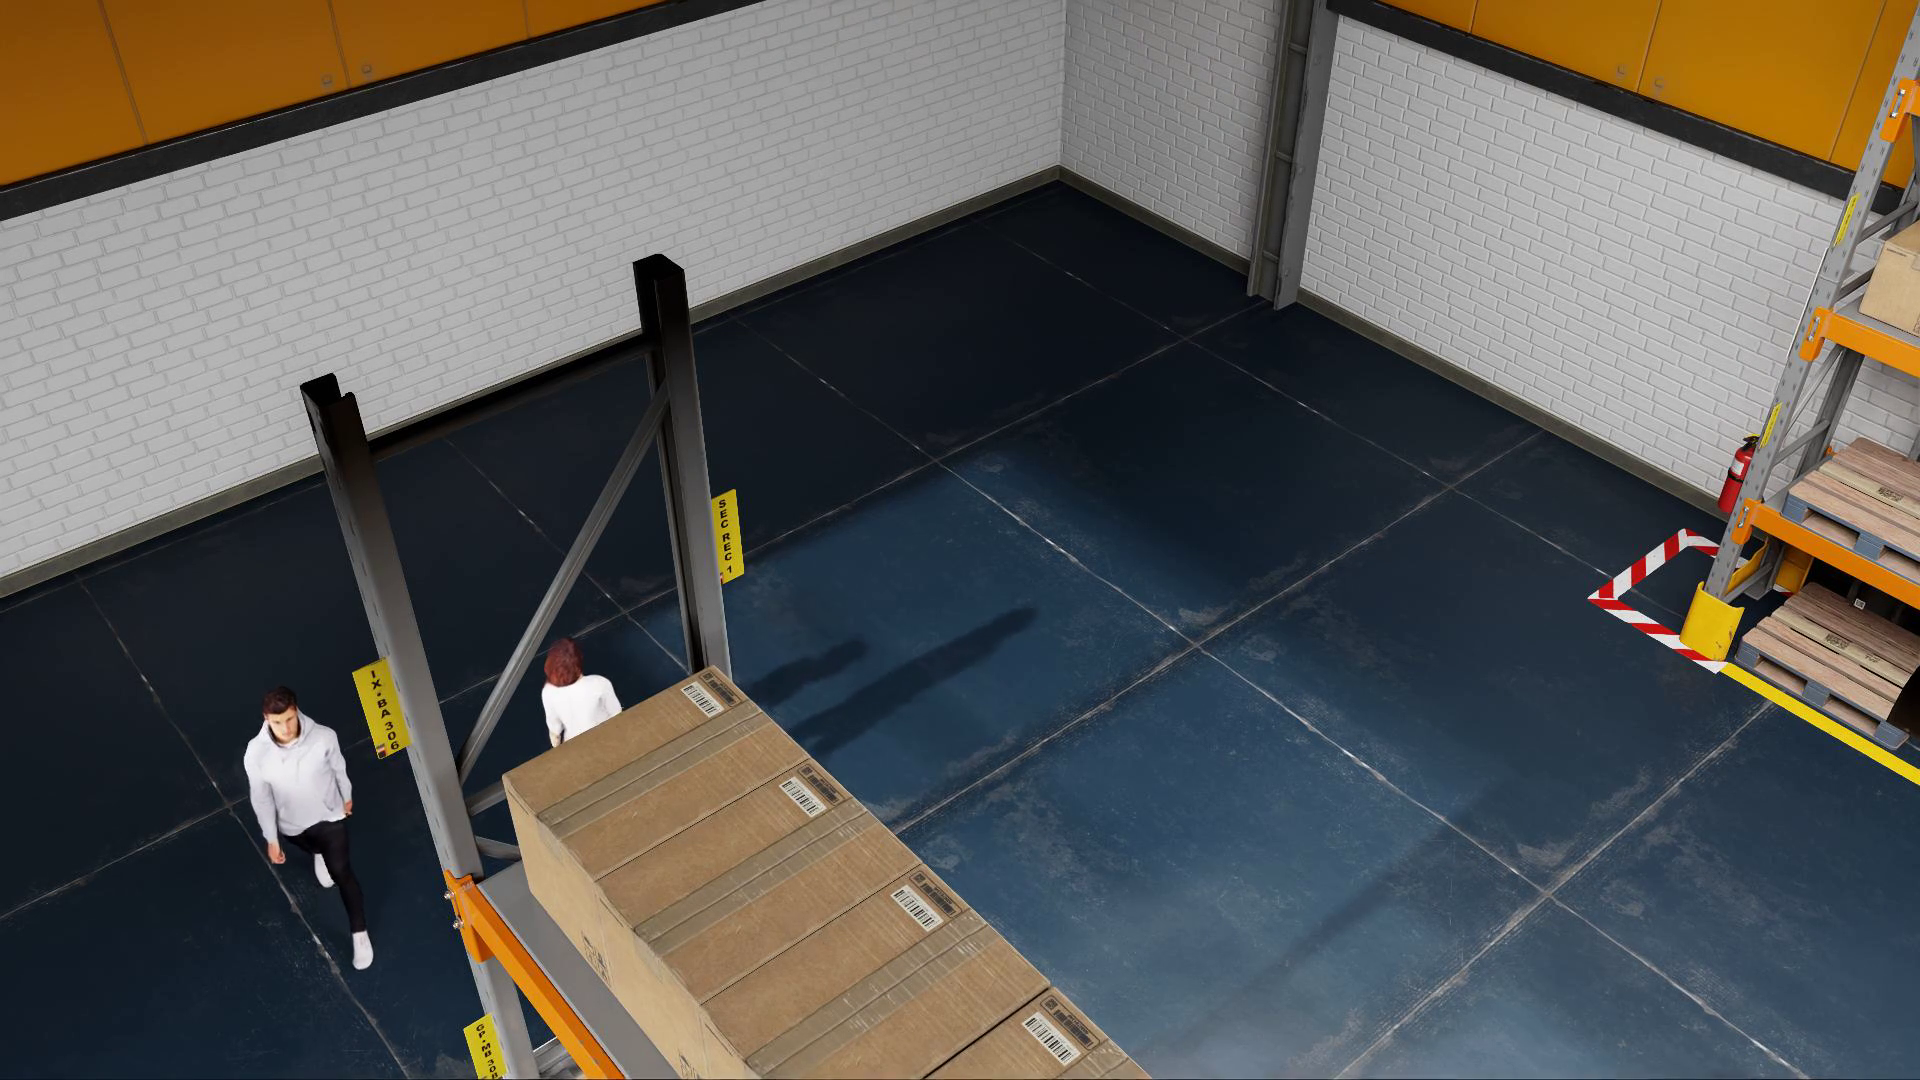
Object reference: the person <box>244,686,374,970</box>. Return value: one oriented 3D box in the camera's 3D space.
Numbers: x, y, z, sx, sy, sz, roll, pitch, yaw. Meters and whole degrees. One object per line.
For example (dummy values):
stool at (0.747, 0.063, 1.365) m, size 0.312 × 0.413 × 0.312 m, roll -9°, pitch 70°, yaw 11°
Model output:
person at (-3.809, 1.521, 9.671) m, size 0.989 × 1.881 × 1.362 m, roll -13°, pitch 40°, yaw -16°

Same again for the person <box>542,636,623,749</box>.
person at (-2.200, 1.362, 9.965) m, size 1.068 × 1.764 × 1.157 m, roll 1°, pitch 39°, yaw 2°
